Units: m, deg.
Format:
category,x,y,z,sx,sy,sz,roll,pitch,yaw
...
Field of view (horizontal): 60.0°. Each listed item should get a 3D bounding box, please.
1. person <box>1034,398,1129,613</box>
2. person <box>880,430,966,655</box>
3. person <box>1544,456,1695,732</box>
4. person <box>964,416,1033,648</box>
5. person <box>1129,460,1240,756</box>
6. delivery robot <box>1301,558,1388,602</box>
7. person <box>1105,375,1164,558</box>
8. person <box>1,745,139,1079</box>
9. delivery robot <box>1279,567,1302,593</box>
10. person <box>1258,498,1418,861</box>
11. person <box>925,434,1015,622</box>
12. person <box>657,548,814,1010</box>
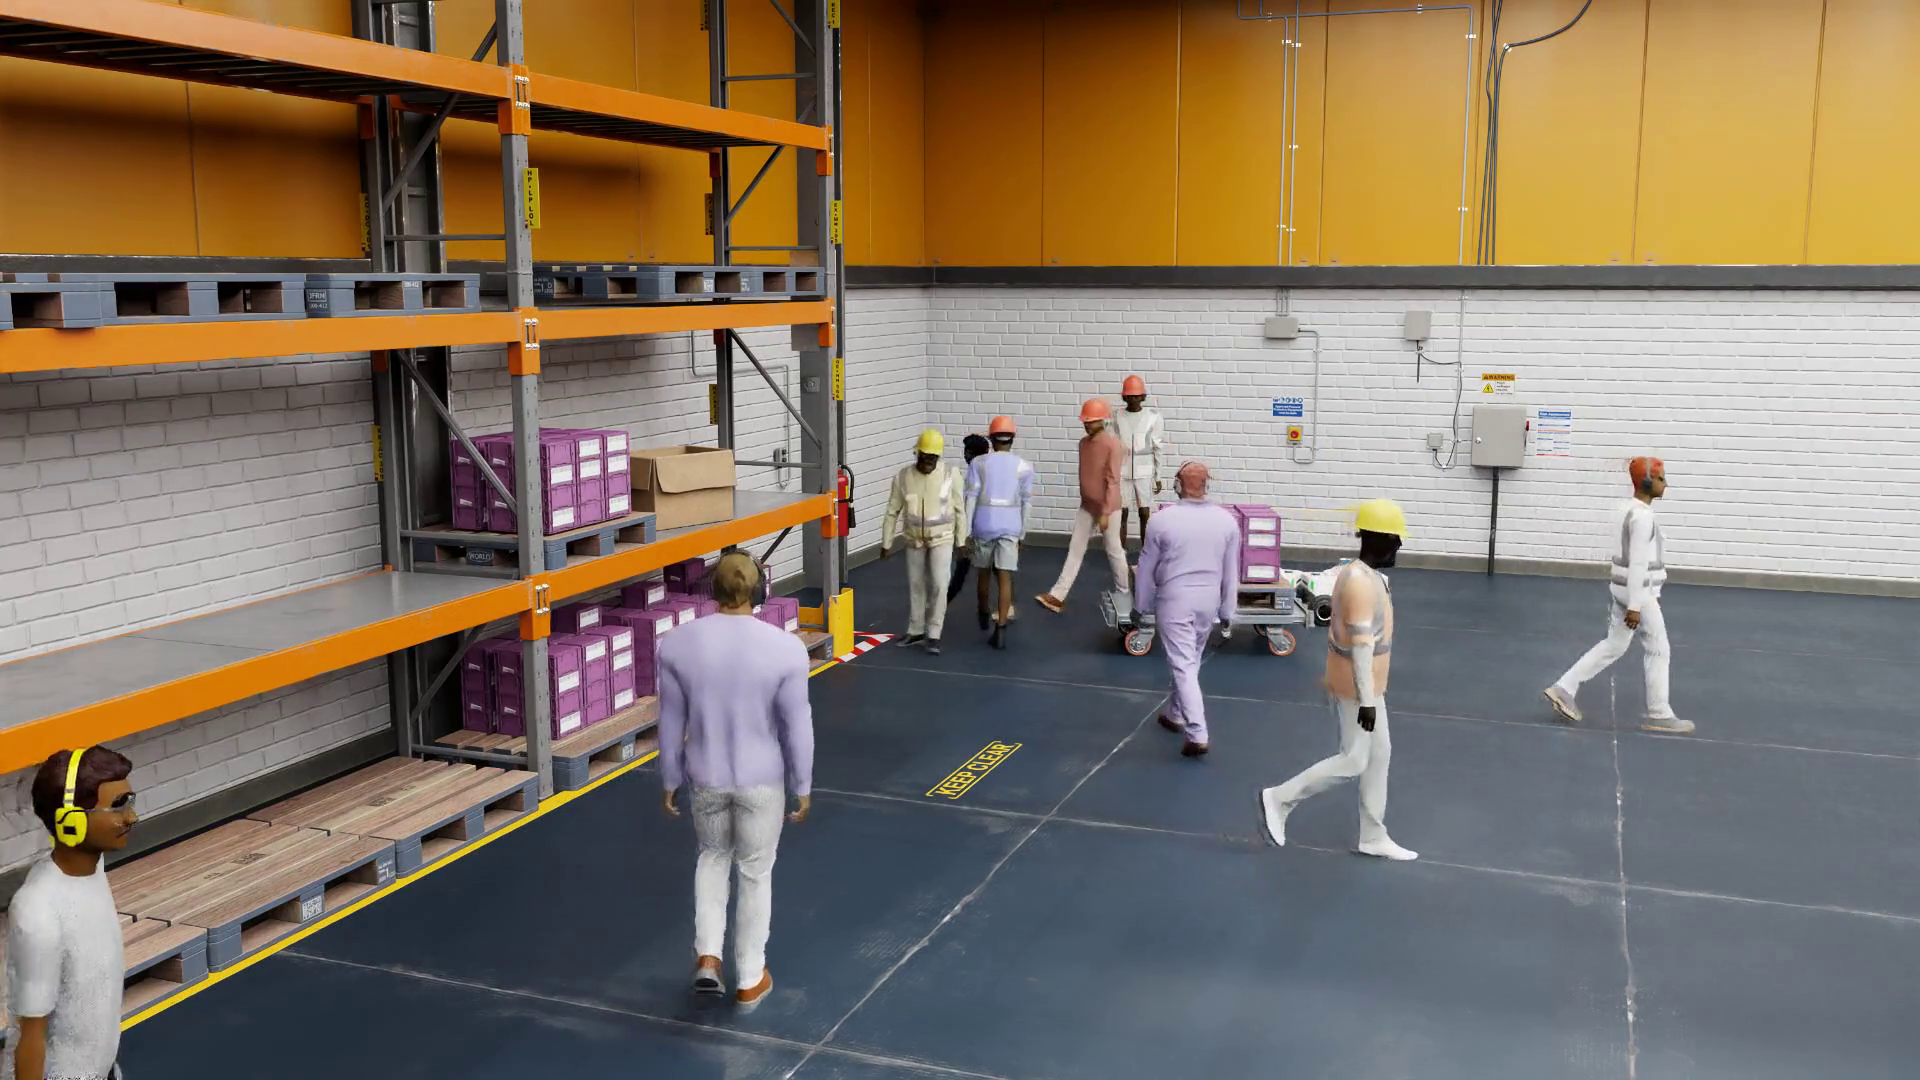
category,x,y,z,sx,sy,sz,roll,pitch,yaw
person,1.144,-0.277,14.751,1.021,1.941,0.629,-6,11,-35
person,-0.319,0.019,13.350,0.679,1.795,0.642,2,9,14
person,4.433,0.356,11.092,0.892,1.856,0.584,2,9,11
person,0.303,-0.085,13.811,0.597,1.864,1.036,0,9,0
person,1.459,0.417,10.673,0.636,1.865,0.988,-3,10,-21
delivery robot,3.367,0.402,14.552,0.707,0.478,0.477,0,9,-3
person,1.764,-0.669,16.968,0.609,2.032,0.409,1,9,8
person,-2.391,1.435,4.308,0.676,1.847,0.535,-3,10,-19
delivery robot,2.659,0.367,14.766,0.707,0.478,0.477,4,10,24
person,1.993,0.721,8.603,0.736,1.905,0.596,3,10,20
person,0.089,-0.089,14.470,0.866,1.649,0.544,-3,10,-21
person,-0.911,0.988,6.859,0.654,1.926,0.440,1,9,8
